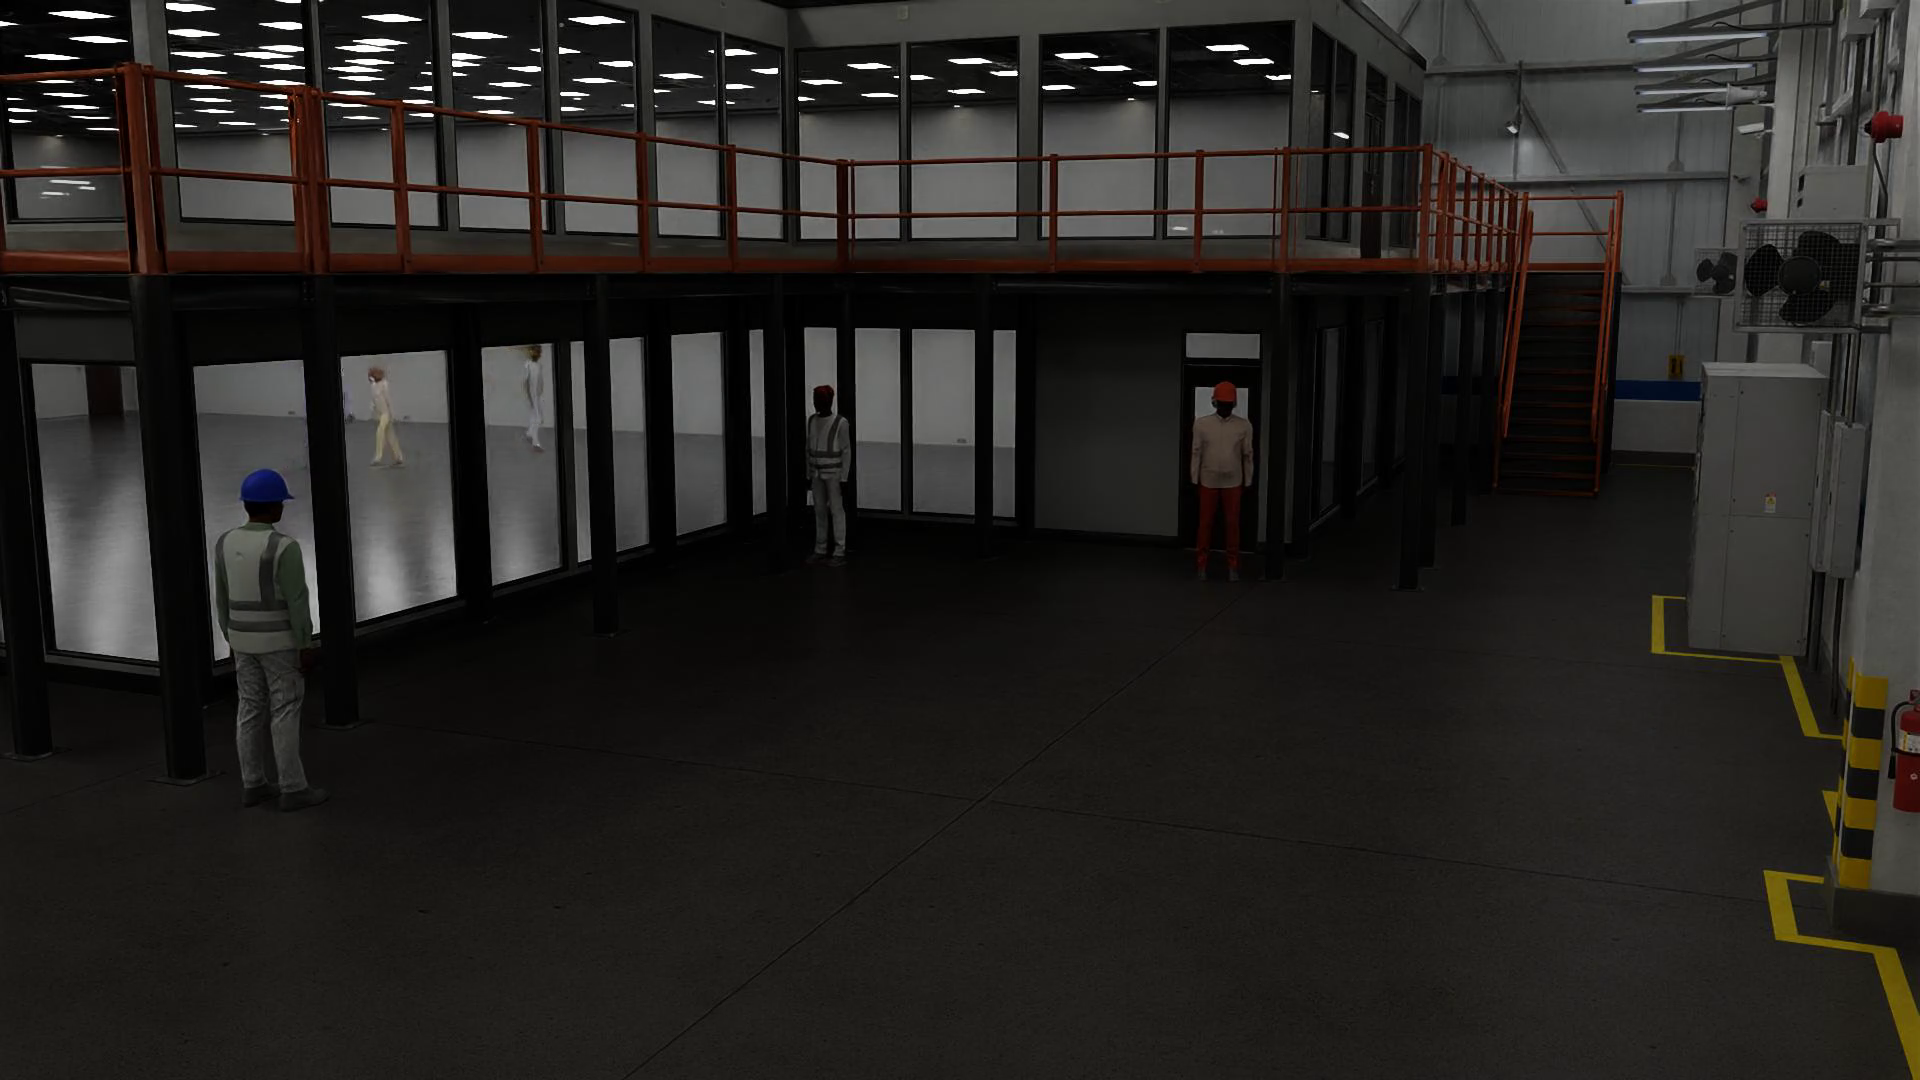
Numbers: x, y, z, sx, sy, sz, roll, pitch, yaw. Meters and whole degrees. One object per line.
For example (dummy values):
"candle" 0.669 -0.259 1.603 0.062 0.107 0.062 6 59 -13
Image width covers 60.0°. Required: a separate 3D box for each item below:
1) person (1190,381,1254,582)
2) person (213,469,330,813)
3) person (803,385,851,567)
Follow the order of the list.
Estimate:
"person" 2.573 -0.568 16.342 0.617 1.986 0.405 1 9 6
"person" -3.910 0.569 9.425 0.617 1.946 0.396 4 10 22
"person" -1.379 -0.661 17.213 0.576 1.881 0.352 8 12 39
